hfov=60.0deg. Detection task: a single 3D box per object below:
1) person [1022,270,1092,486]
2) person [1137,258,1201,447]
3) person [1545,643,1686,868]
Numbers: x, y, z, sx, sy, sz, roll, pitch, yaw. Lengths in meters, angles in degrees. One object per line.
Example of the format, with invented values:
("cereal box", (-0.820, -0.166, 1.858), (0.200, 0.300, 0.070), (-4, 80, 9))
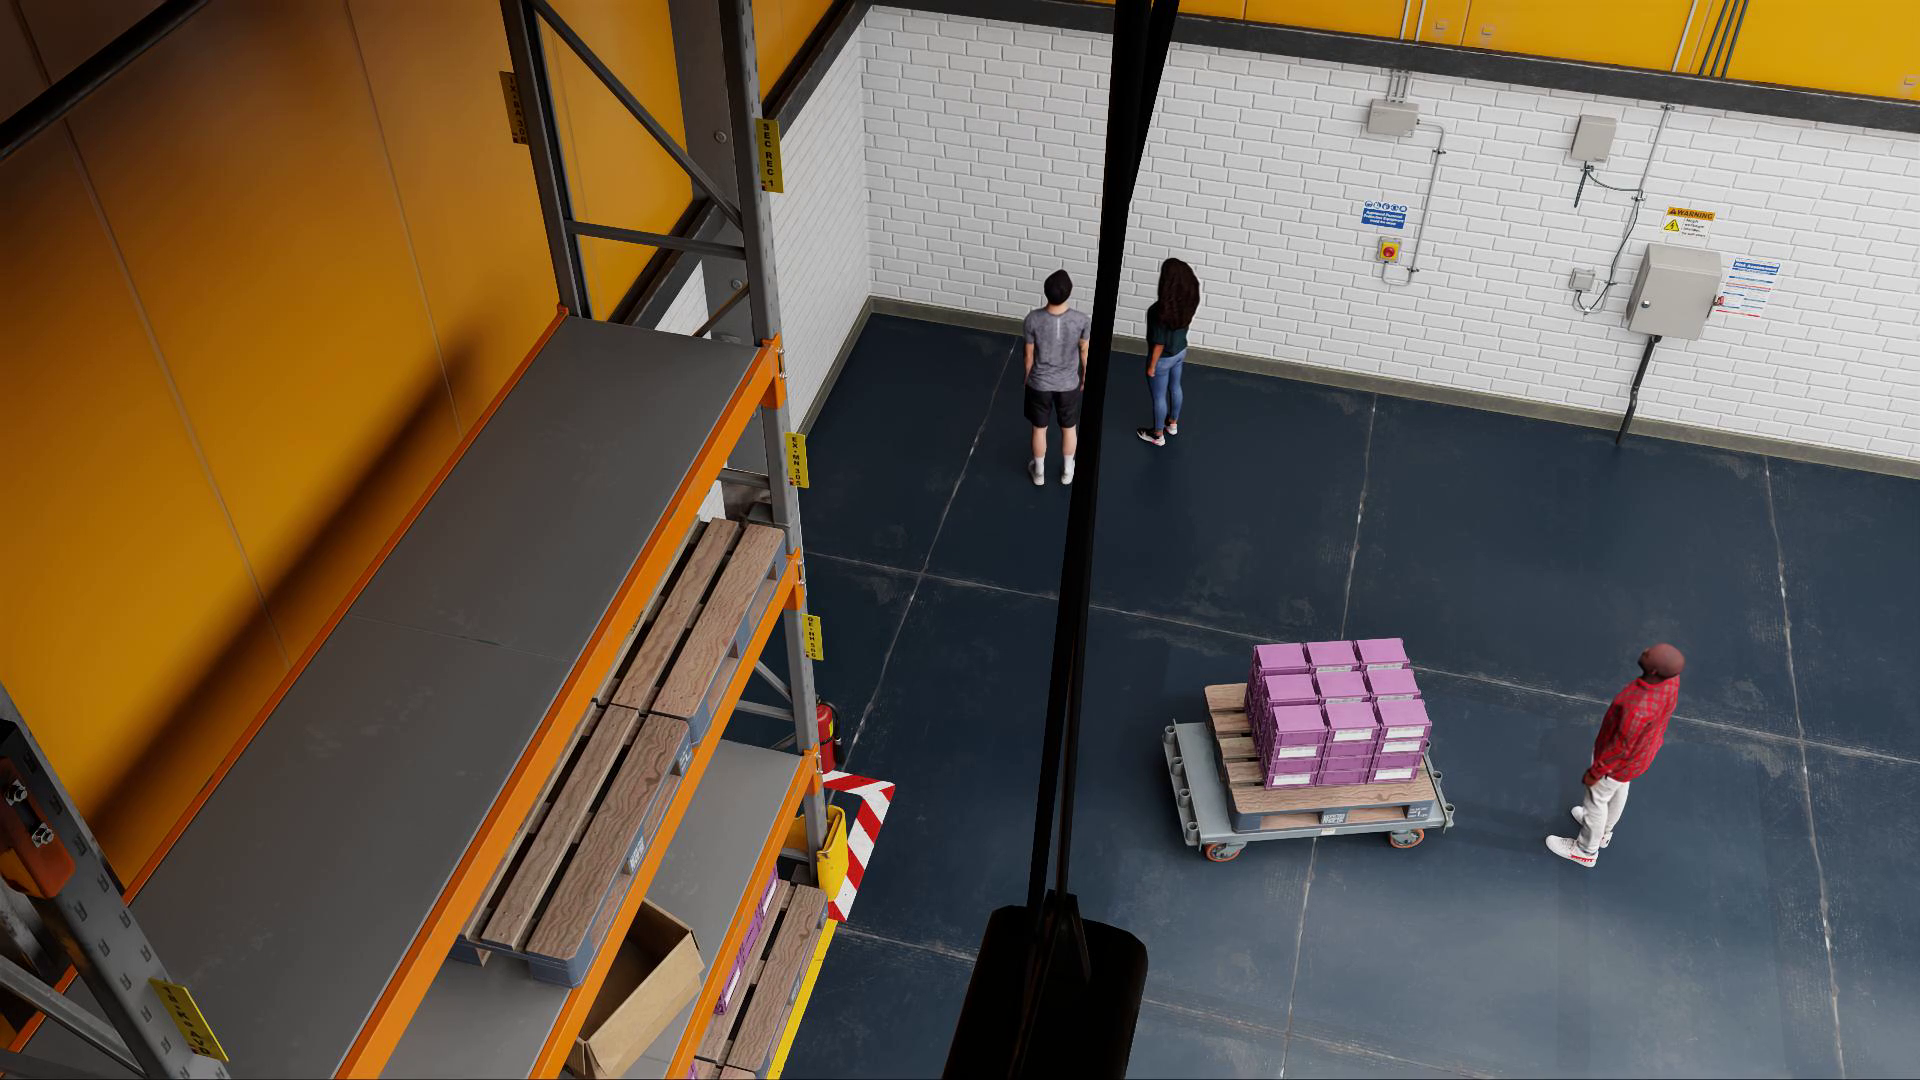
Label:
("person", (0.689, -1.165, 12.144), (0.709, 1.871, 0.641), (1, 44, 1))
("person", (1.570, -1.425, 12.603), (0.682, 1.616, 0.768), (-34, 53, -31))
("person", (3.865, 1.230, 9.669), (0.709, 1.819, 0.816), (-32, 52, -29))
